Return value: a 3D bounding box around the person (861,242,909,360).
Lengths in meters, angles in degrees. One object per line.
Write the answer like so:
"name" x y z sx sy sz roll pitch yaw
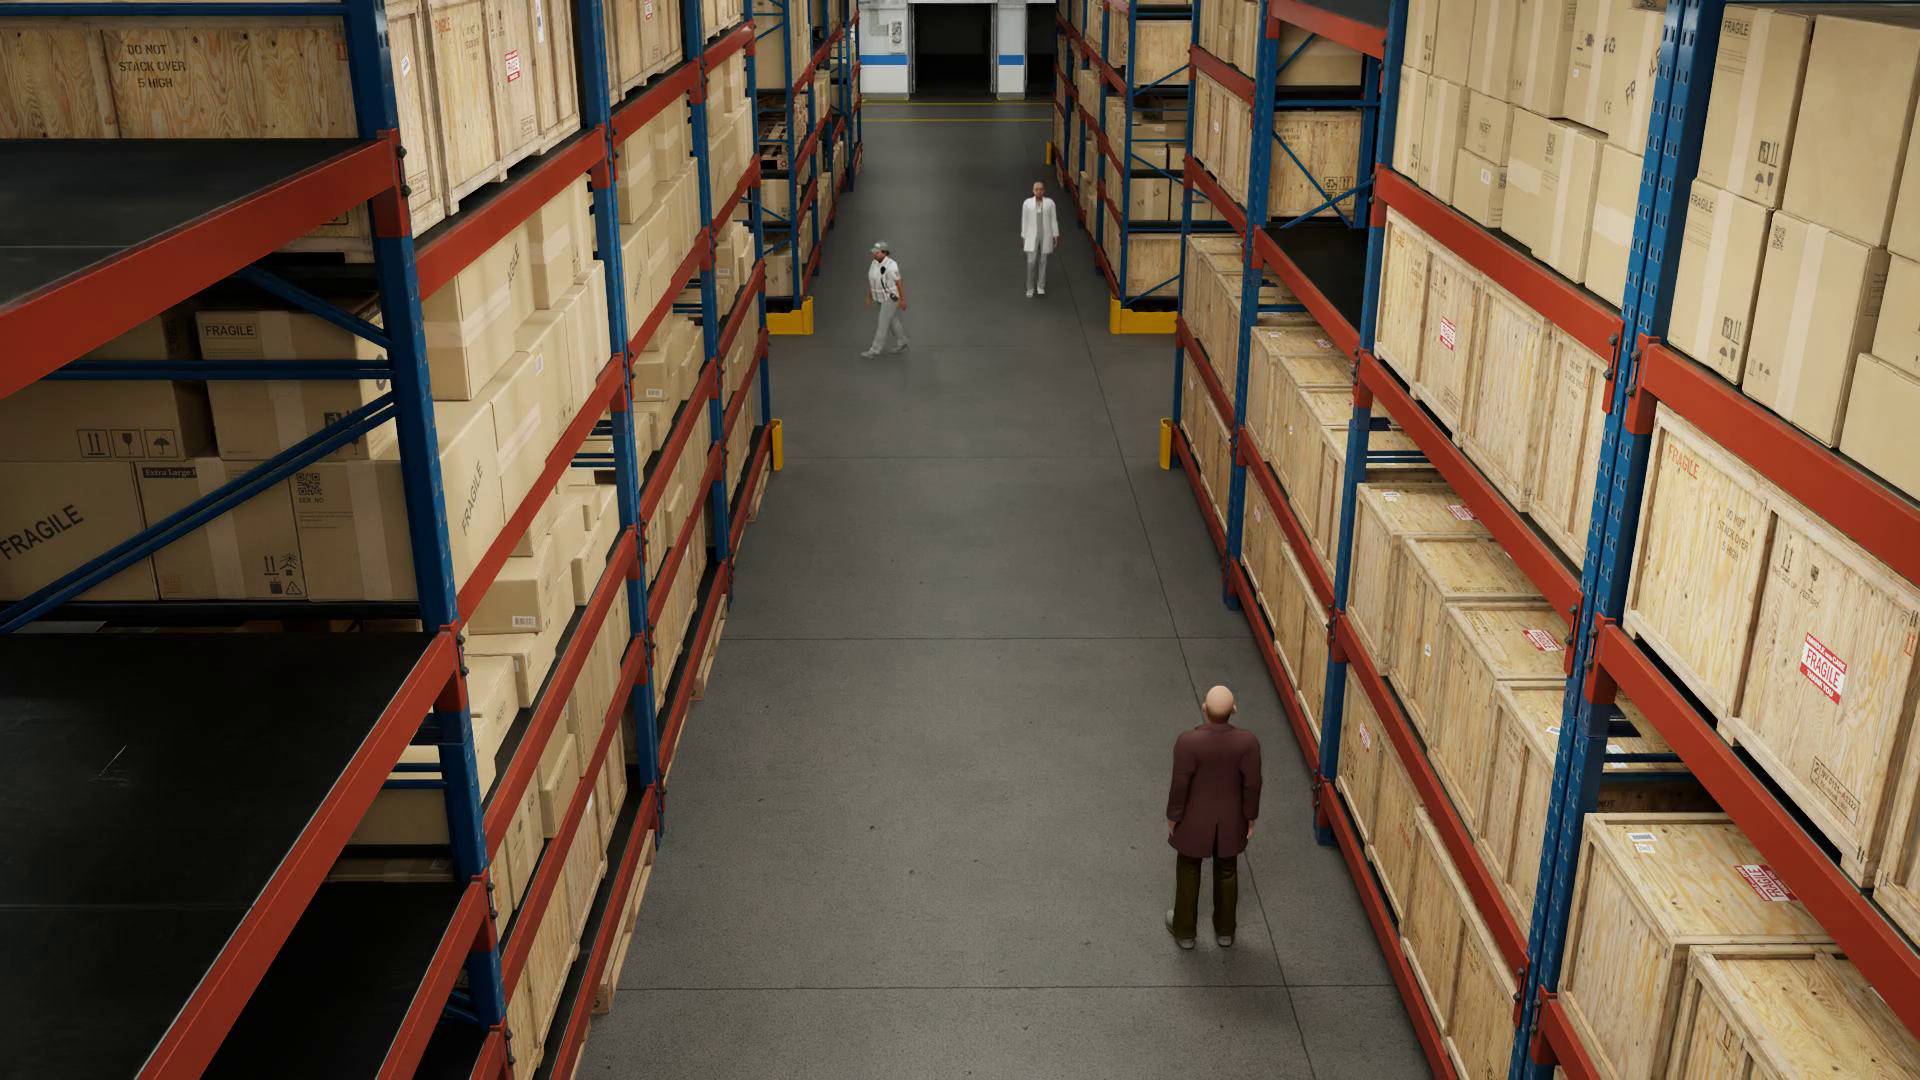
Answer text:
"person" -1.082 -3.348 23.146 0.929 1.618 0.507 -17 27 -36

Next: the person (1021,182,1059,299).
"person" 1.308 -4.817 26.692 0.601 1.795 0.575 -2 22 -4

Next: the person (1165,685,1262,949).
"person" 1.537 1.672 10.250 0.565 1.780 0.416 -2 22 -4
